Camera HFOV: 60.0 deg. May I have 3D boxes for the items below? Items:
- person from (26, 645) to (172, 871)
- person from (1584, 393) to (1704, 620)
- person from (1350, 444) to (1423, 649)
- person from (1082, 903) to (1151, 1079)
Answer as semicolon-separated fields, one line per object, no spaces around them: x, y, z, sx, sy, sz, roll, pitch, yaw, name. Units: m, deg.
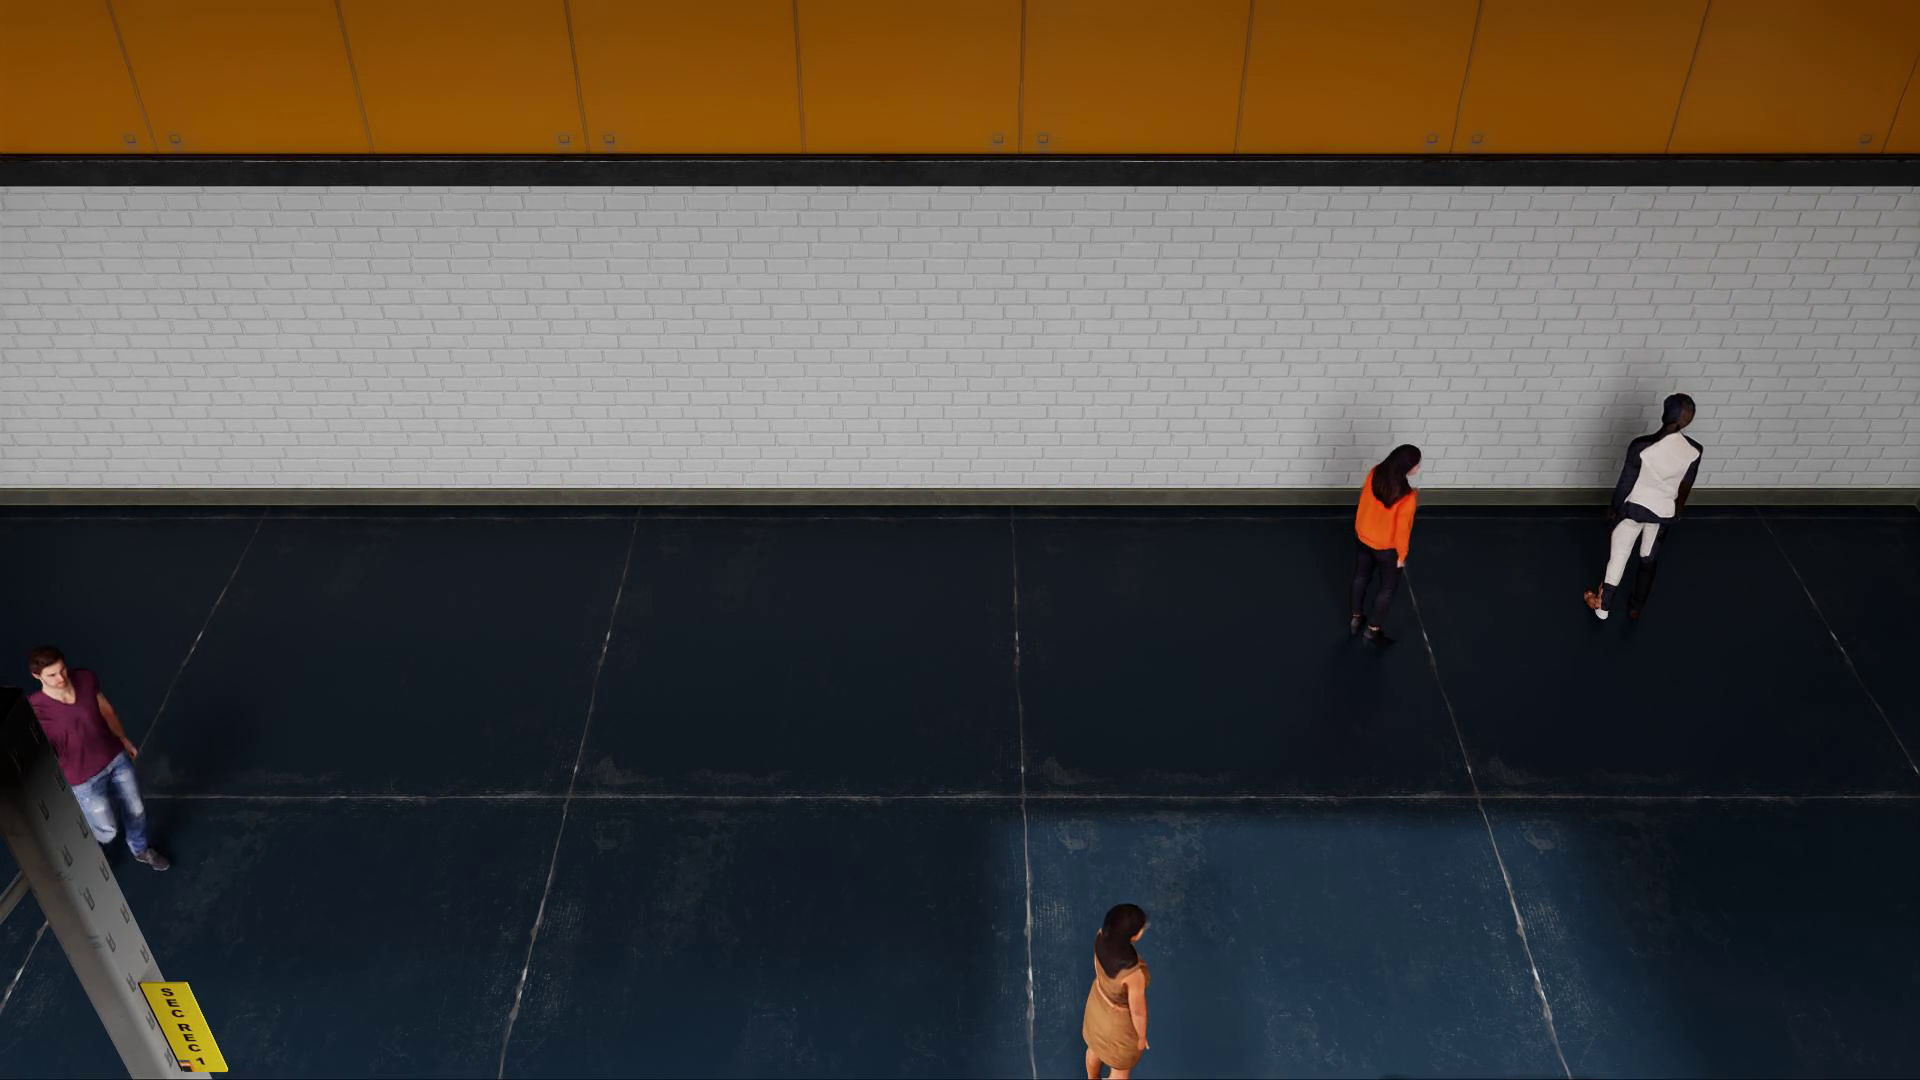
-5.252;1.306;9.974;0.879;1.840;0.820;18;42;21;person
4.890;-0.221;11.844;0.683;1.893;0.592;3;39;3;person
2.954;0.015;11.671;0.777;1.740;0.664;-26;45;-29;person
0.813;2.469;8.640;0.695;1.688;0.582;-17;42;-20;person
